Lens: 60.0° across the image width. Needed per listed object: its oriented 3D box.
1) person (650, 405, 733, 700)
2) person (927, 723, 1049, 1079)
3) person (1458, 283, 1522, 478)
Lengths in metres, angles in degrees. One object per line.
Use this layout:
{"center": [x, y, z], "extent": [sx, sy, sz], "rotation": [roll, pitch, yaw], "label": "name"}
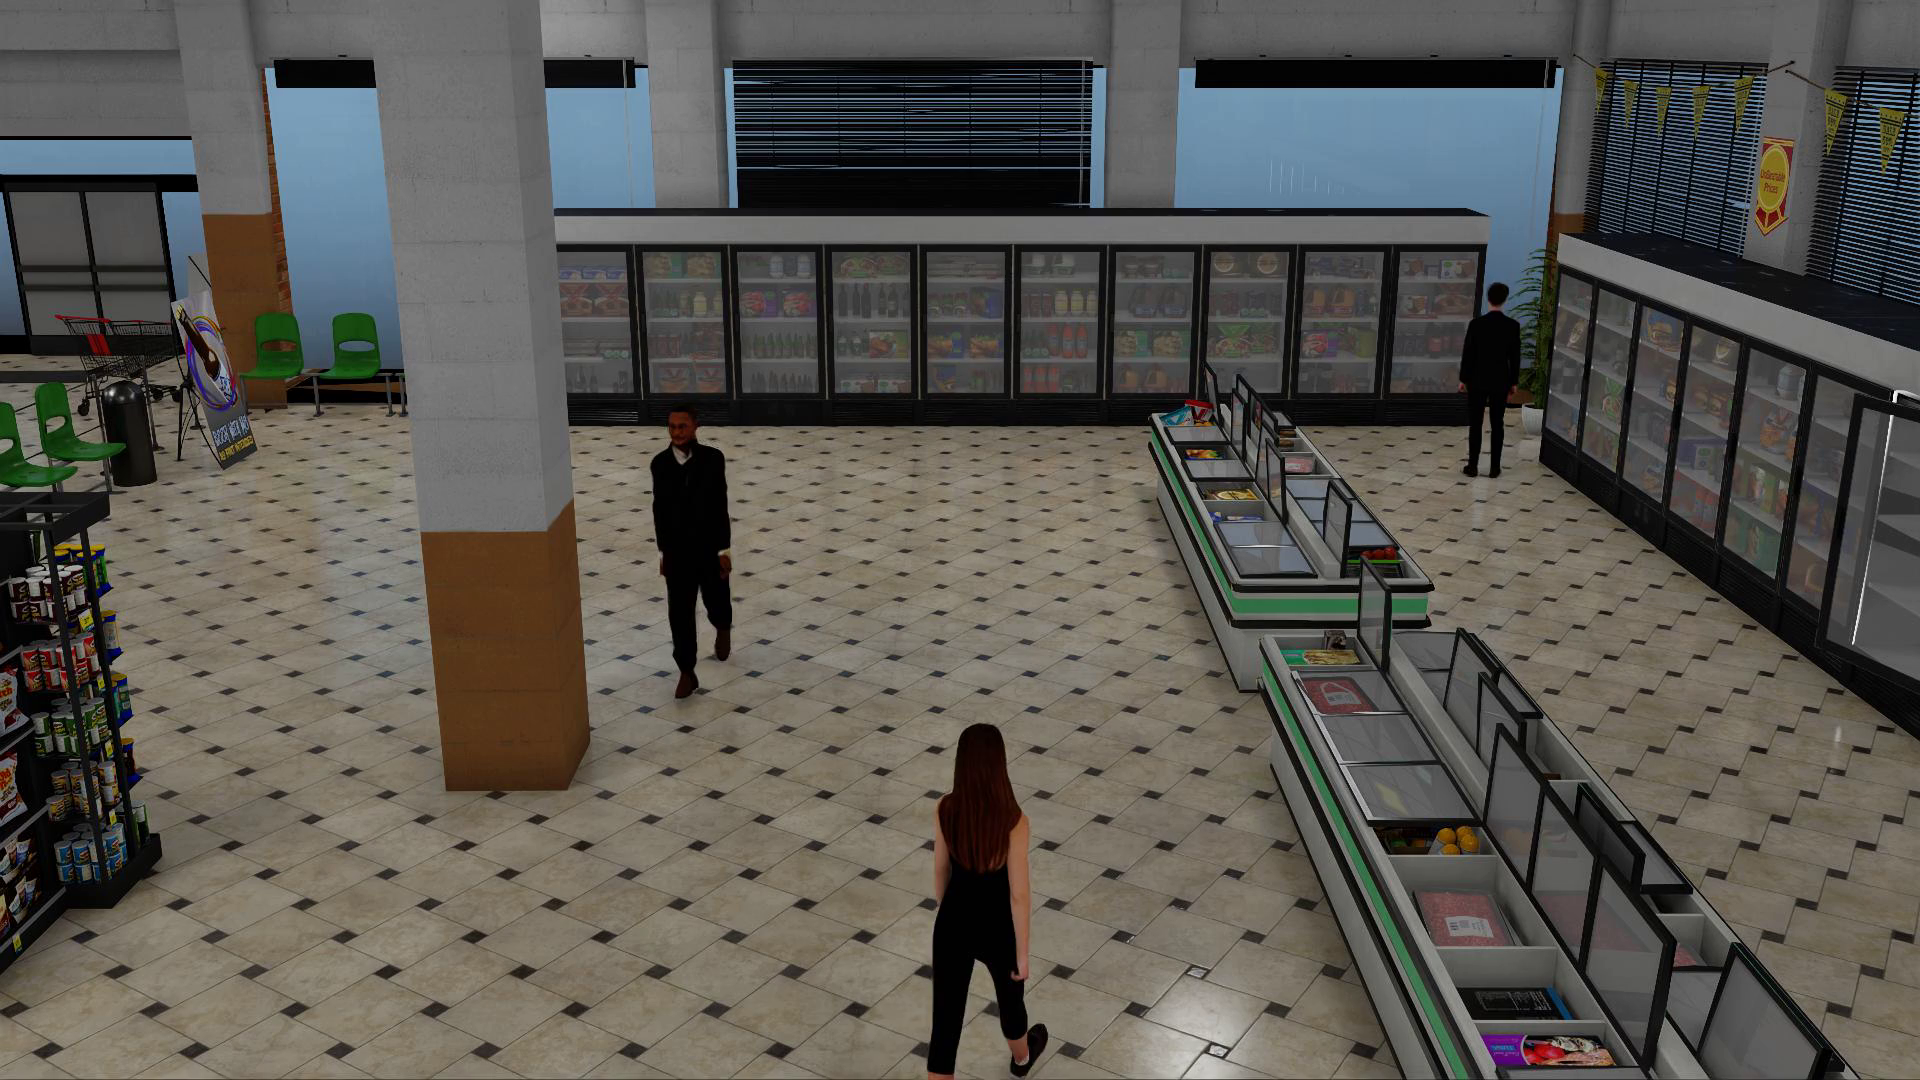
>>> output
{"center": [-1.715, 0.040, 10.936], "extent": [0.694, 1.874, 1.182], "rotation": [1, 17, 2], "label": "person"}
{"center": [0.024, 1.550, 6.290], "extent": [0.913, 1.684, 1.187], "rotation": [7, 18, 23], "label": "person"}
{"center": [5.129, -1.543, 16.126], "extent": [0.741, 1.888, 0.672], "rotation": [3, 17, 9], "label": "person"}
